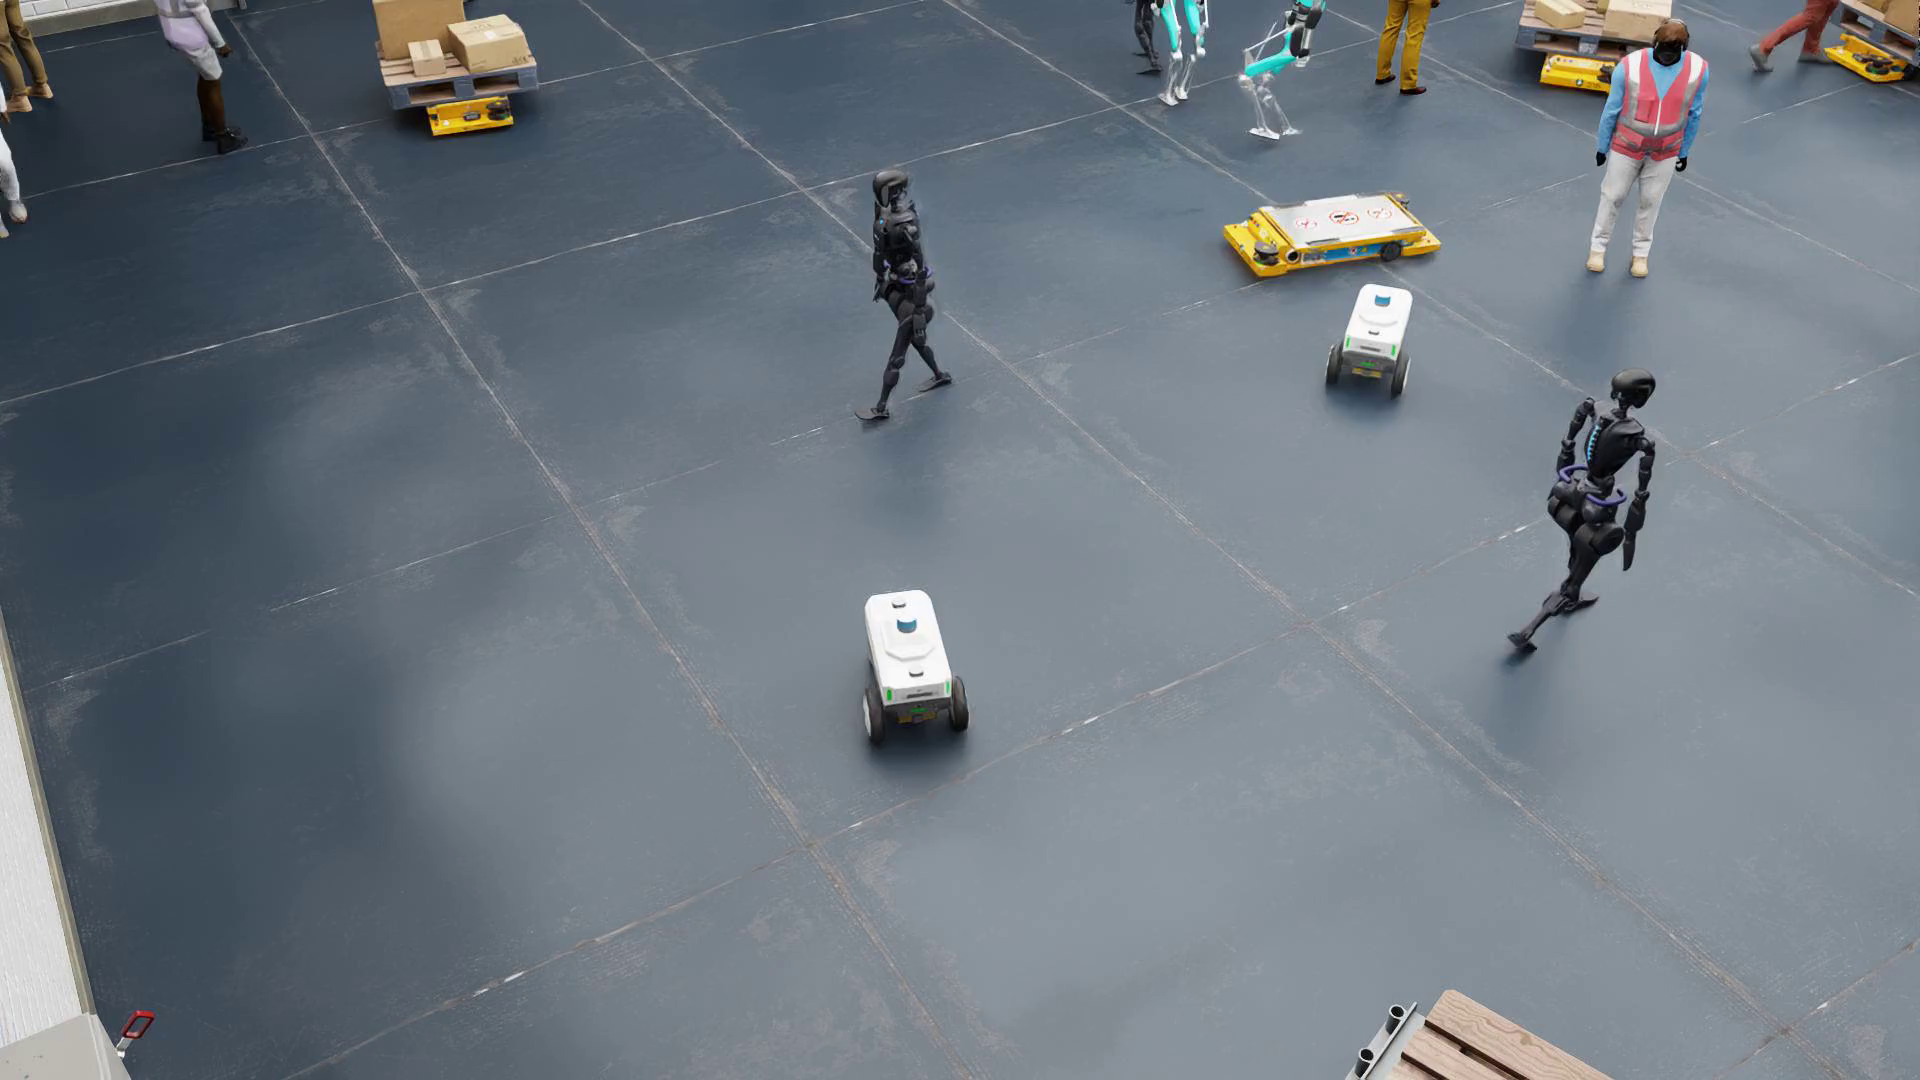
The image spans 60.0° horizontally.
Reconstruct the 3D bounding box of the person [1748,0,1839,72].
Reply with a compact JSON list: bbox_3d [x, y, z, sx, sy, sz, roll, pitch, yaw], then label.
[{"bbox_3d":[7.358,-4.914,14.234,0.818,1.835,0.551,8,39,10],"label":"person"}]

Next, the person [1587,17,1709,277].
[{"bbox_3d":[4.698,-2.698,11.443,0.633,1.830,0.430,7,39,9],"label":"person"}]

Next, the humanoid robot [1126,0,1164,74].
[{"bbox_3d":[1.663,-4.873,14.310,0.397,1.636,0.594,15,41,18],"label":"humanoid robot"}]

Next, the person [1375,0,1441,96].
[{"bbox_3d":[3.803,-4.611,13.915,0.340,1.754,0.522,-24,44,-27],"label":"person"}]

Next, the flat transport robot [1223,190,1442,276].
[{"bbox_3d":[2.711,-2.235,12.112,1.431,0.231,0.659,-10,39,-12],"label":"flat transport robot"}]

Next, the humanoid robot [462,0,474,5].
[{"bbox_3d":[-4.983,-5.700,15.399,0.722,1.641,0.588,-25,45,-28],"label":"humanoid robot"}]

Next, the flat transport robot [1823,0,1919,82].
[{"bbox_3d":[8.500,-4.350,14.781,1.431,0.231,0.659,-11,40,-14],"label":"flat transport robot"}]

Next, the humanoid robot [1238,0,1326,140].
[{"bbox_3d":[2.496,-3.939,13.090,0.833,1.776,0.530,-1,38,-1],"label":"humanoid robot"}]

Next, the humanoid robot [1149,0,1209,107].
[{"bbox_3d":[1.850,-4.453,13.704,0.530,1.719,0.819,-7,39,-9],"label":"humanoid robot"}]

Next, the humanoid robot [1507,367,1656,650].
[{"bbox_3d":[3.165,-0.162,8.404,0.740,1.643,0.608,-17,41,-20],"label":"humanoid robot"}]

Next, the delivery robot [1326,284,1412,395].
[{"bbox_3d":[2.687,-1.325,10.738,0.499,0.600,0.802,13,40,15],"label":"delivery robot"}]

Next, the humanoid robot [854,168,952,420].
[{"bbox_3d":[-0.349,-1.516,10.108,0.785,1.620,0.610,-20,43,-24],"label":"humanoid robot"}]

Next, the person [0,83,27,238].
[{"bbox_3d":[-7.072,-3.026,11.825,0.566,1.870,0.442,-20,43,-23],"label":"person"}]

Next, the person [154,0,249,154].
[{"bbox_3d":[-5.956,-3.949,12.950,0.583,1.918,0.443,28,46,31],"label":"person"}]

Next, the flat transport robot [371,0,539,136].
[{"bbox_3d":[-4.238,-3.831,14.125,0.659,0.231,1.431,-13,40,-16],"label":"flat transport robot"}]

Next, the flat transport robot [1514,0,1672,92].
[{"bbox_3d":[5.579,-4.368,14.804,0.659,0.231,1.431,13,40,16],"label":"flat transport robot"}]

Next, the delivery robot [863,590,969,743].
[{"bbox_3d":[-0.255,0.625,8.289,0.499,0.614,0.804,-7,39,-9],"label":"delivery robot"}]

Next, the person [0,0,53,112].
[{"bbox_3d":[-7.914,-4.417,13.666,0.368,1.761,0.523,7,39,9],"label":"person"}]
